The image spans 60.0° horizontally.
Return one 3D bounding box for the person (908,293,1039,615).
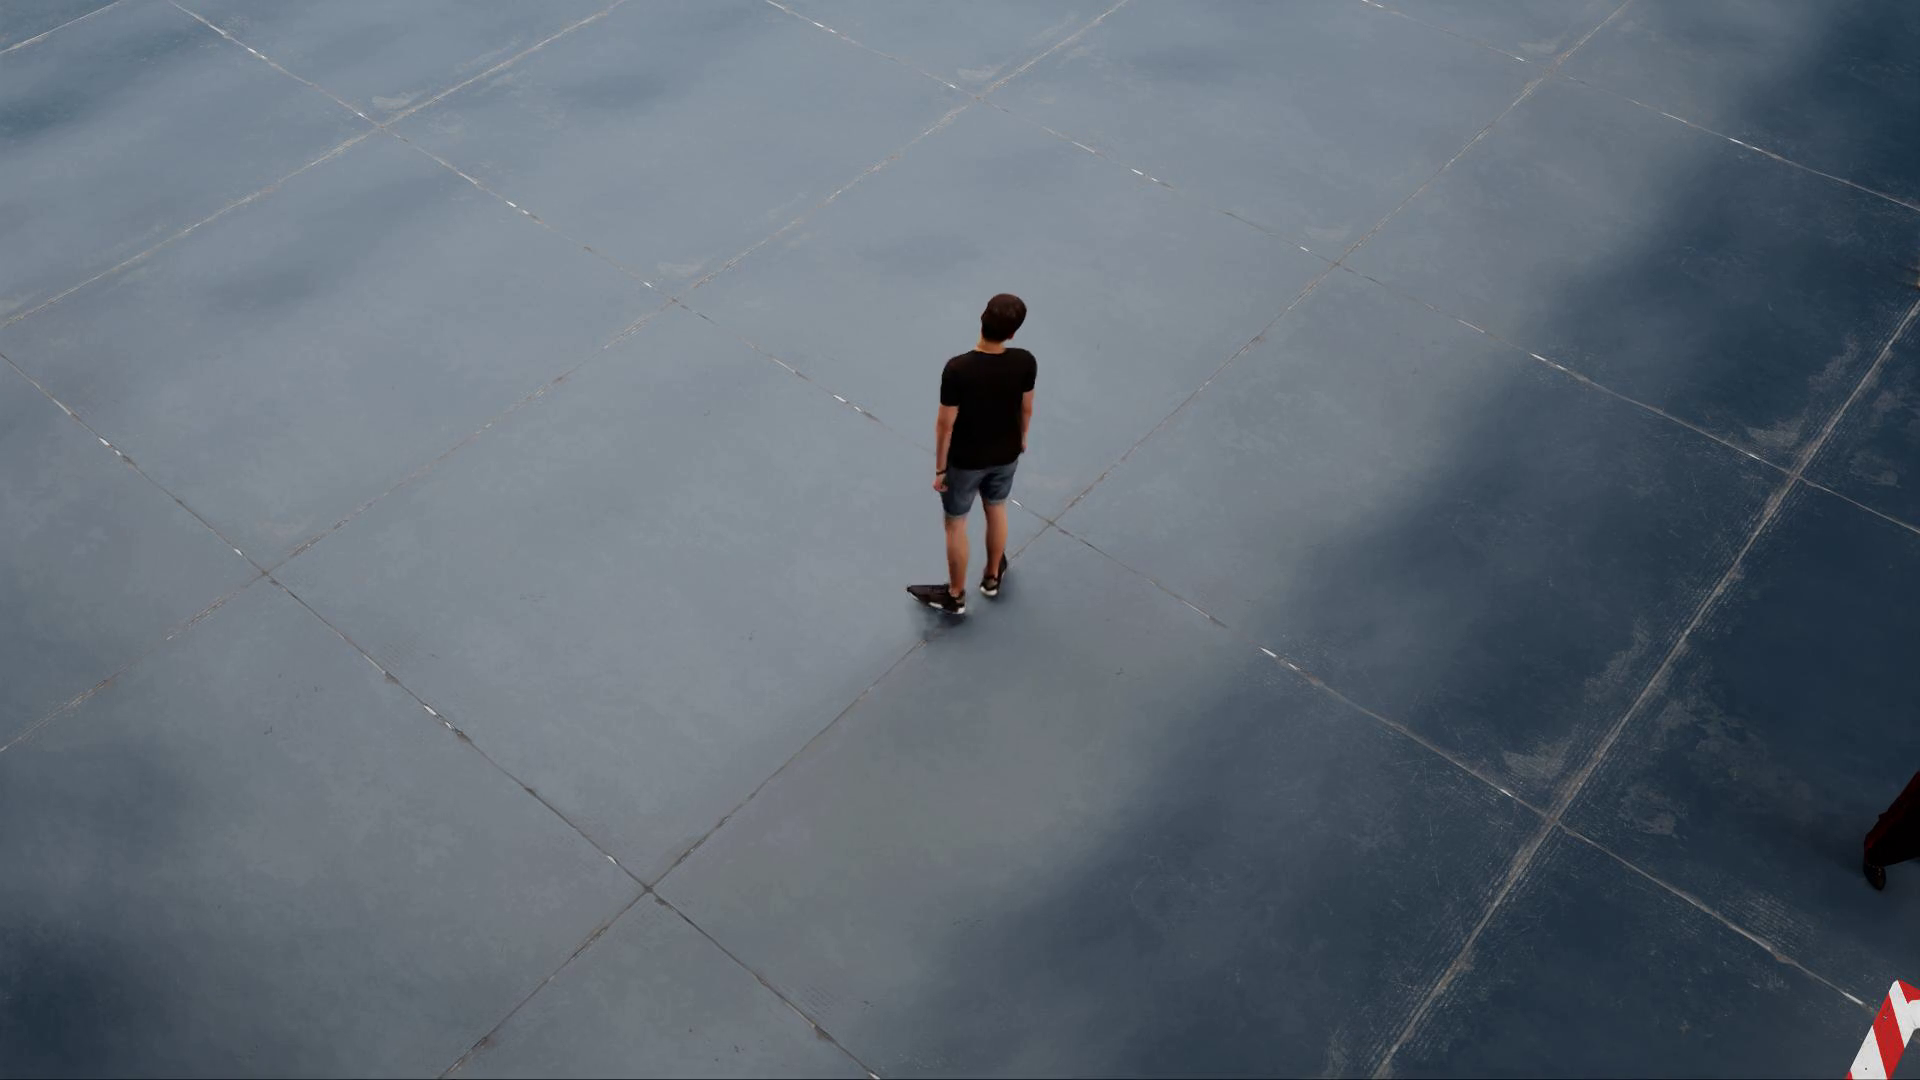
[{"bbox_3d":[0.093,-0.370,8.174,0.945,1.810,0.860,-28,53,-23],"label":"person"}]
